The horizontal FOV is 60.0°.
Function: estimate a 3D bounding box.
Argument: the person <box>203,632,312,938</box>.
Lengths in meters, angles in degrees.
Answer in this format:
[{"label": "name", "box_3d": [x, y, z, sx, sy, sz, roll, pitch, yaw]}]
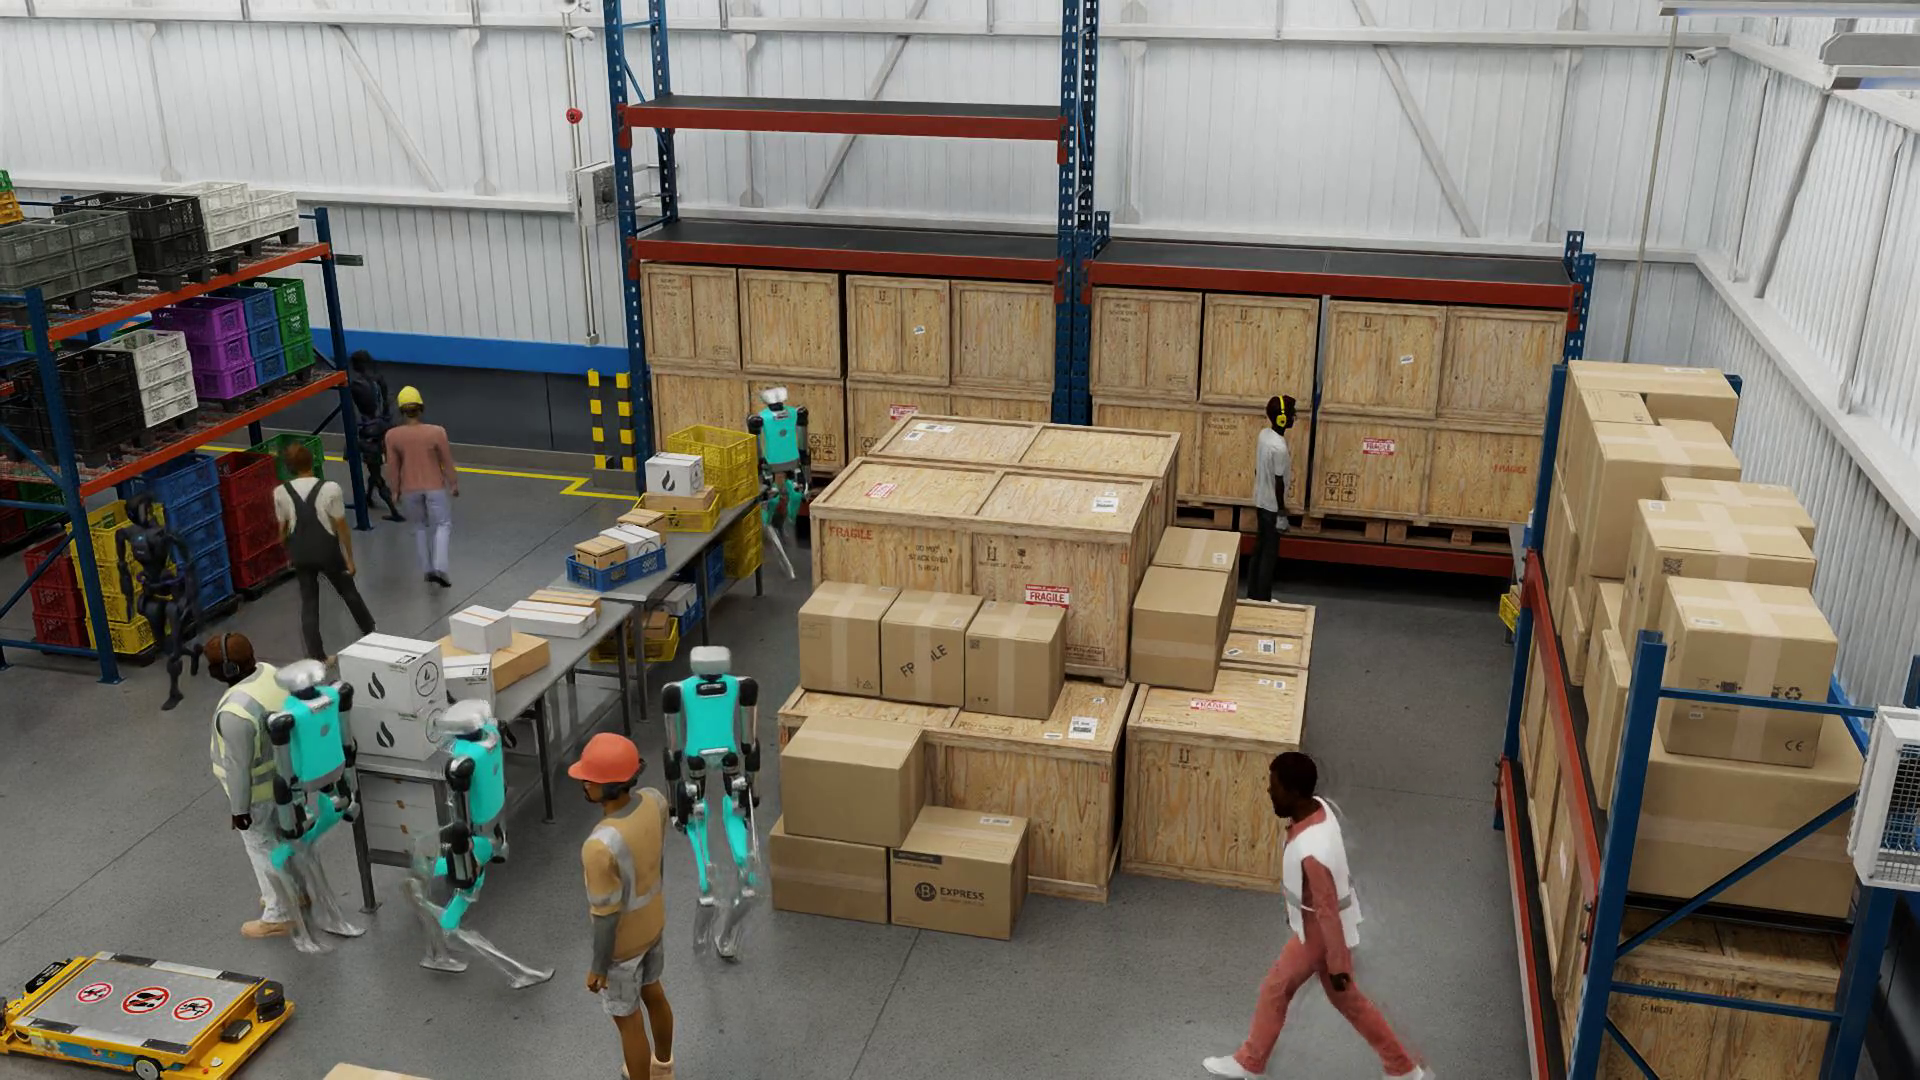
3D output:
[{"label": "person", "box_3d": [-3.931, 1.360, 9.306, 0.429, 1.834, 0.631, 0, 21, -1]}]

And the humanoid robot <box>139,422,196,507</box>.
[{"label": "humanoid robot", "box_3d": [-7.058, -0.671, 14.893, 0.603, 1.670, 0.638, 5, 22, 14]}]

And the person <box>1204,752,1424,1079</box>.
[{"label": "person", "box_3d": [1.776, 1.865, 7.975, 1.026, 1.844, 0.600, 6, 22, 15]}]

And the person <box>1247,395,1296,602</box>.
[{"label": "person", "box_3d": [2.545, -0.272, 13.513, 0.331, 1.873, 0.516, -3, 21, -8]}]

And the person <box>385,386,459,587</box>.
[{"label": "person", "box_3d": [-4.561, -0.442, 14.127, 0.538, 1.771, 0.459, -1, 21, -3]}]

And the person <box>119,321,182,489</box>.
[{"label": "person", "box_3d": [-7.371, -1.002, 15.198, 0.607, 2.039, 0.399, 3, 21, 7]}]

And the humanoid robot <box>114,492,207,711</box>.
[{"label": "humanoid robot", "box_3d": [-5.765, 0.375, 12.134, 0.608, 1.631, 0.656, 2, 21, 4]}]

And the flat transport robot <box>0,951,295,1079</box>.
[{"label": "flat transport robot", "box_3d": [-4.270, 2.464, 8.601, 1.431, 0.231, 0.659, 5, 22, 13]}]

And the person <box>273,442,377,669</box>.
[{"label": "person", "box_3d": [-4.854, 0.083, 12.694, 0.568, 1.797, 0.776, -4, 21, -10]}]

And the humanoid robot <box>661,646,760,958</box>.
[{"label": "humanoid robot", "box_3d": [-1.295, 1.520, 9.038, 0.558, 1.788, 0.794, -6, 22, -16]}]

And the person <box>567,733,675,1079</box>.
[{"label": "person", "box_3d": [-1.574, 1.824, 7.791, 0.372, 2.045, 0.606, 6, 22, 16]}]

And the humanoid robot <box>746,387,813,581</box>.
[{"label": "humanoid robot", "box_3d": [-1.593, -0.450, 14.312, 0.572, 1.879, 0.675, -10, 23, -24]}]

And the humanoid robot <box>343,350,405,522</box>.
[{"label": "humanoid robot", "box_3d": [-5.637, -0.990, 15.708, 0.744, 1.629, 0.610, 9, 23, 22]}]

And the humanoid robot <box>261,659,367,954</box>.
[{"label": "humanoid robot", "box_3d": [-3.650, 1.441, 9.165, 0.712, 1.756, 0.530, 11, 23, 26]}]

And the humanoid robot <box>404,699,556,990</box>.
[{"label": "humanoid robot", "box_3d": [-2.657, 1.630, 8.729, 1.024, 1.735, 0.548, 3, 21, 8]}]
